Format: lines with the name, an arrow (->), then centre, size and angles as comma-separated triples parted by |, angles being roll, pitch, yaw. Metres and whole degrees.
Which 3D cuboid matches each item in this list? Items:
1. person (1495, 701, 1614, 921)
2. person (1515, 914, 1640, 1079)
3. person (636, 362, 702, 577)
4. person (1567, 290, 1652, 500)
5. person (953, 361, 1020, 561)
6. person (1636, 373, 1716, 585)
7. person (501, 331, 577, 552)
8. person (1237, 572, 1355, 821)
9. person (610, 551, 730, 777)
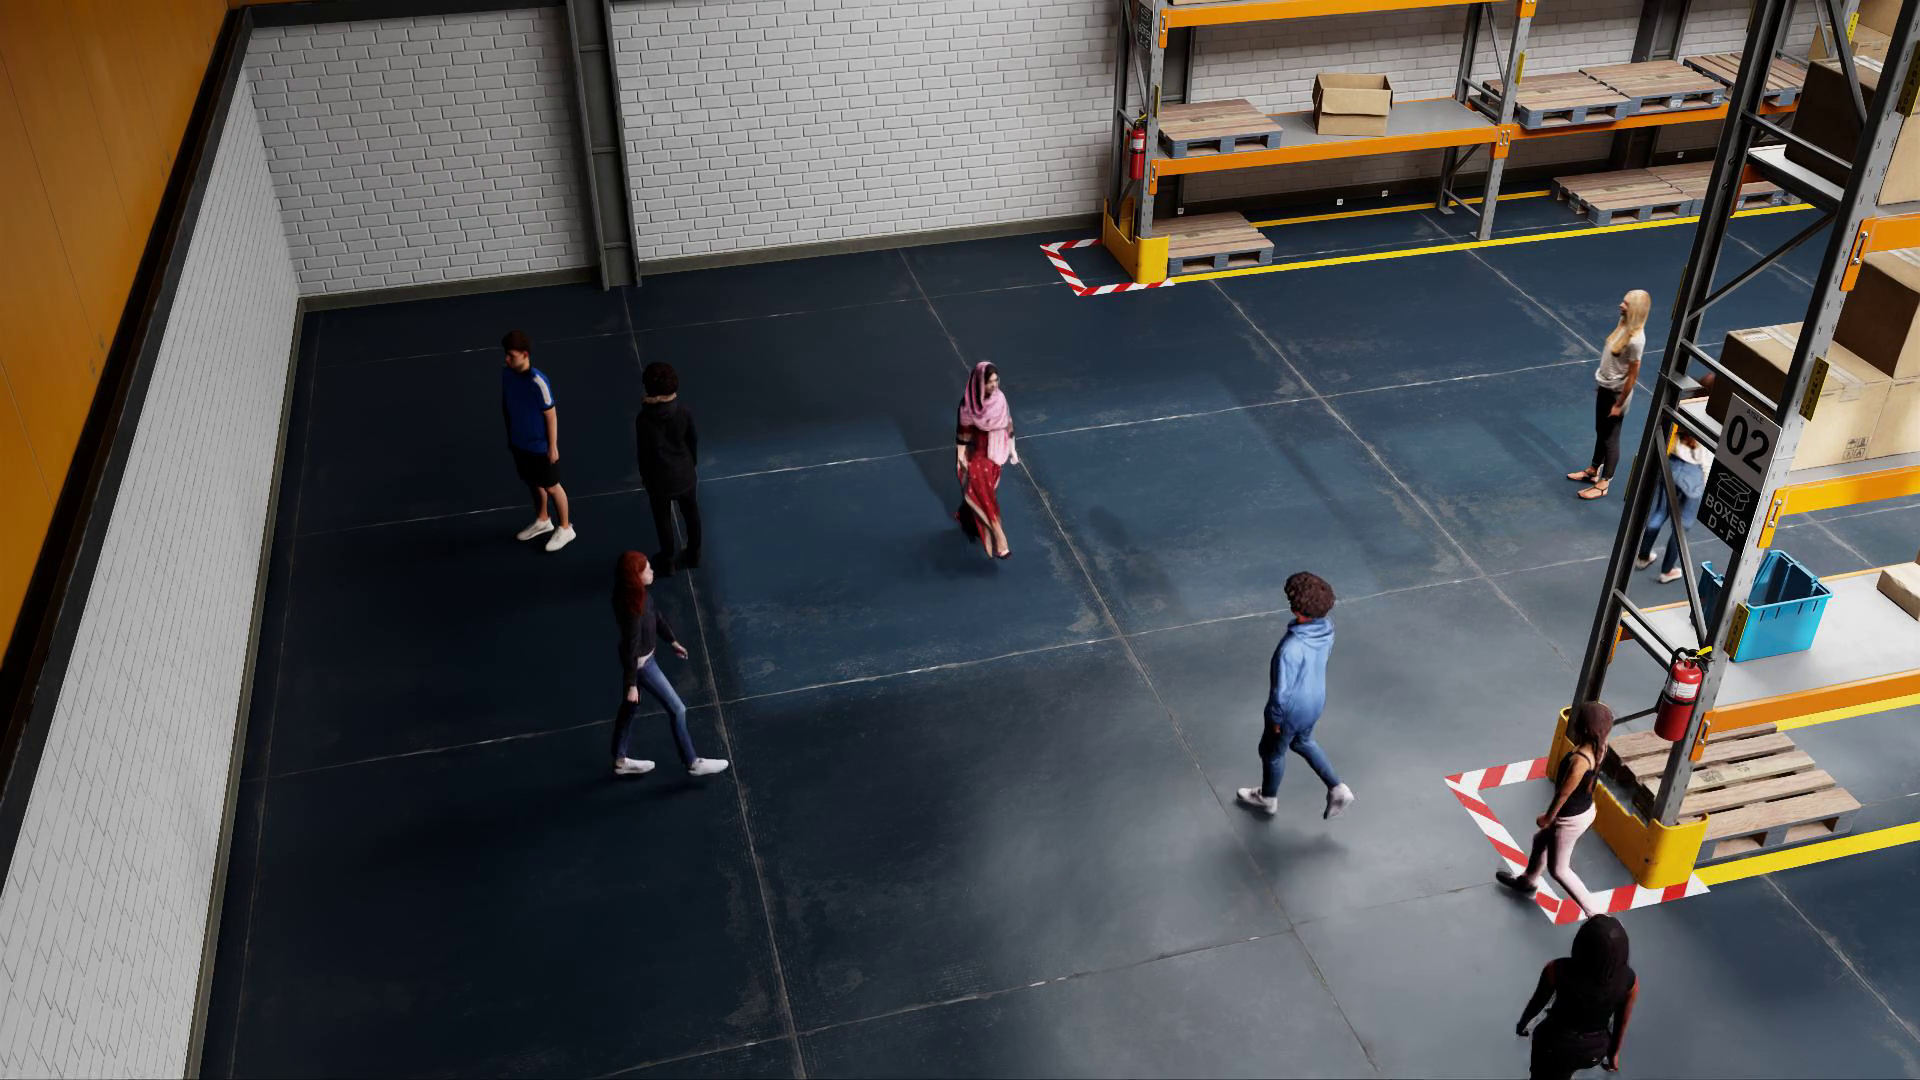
person -> 3.566, 1.621, 9.540 | 0.928, 1.535, 0.980 | 25, 41, 33
person -> 2.947, 2.538, 8.014 | 1.143, 1.696, 0.944 | 3, 34, 4
person -> -2.188, -0.531, 12.555 | 0.607, 1.780, 0.739 | -16, 37, -23
person -> 5.326, -1.192, 13.508 | 0.622, 1.826, 0.662 | 1, 34, 1
person -> 0.127, -0.690, 12.931 | 1.066, 1.629, 0.976 | -24, 41, -32
person -> 5.438, -0.467, 12.506 | 0.592, 1.728, 0.624 | -19, 38, -26
person -> -3.286, -0.785, 12.859 | 0.749, 1.866, 0.796 | 20, 38, 27
person -> 2.138, 1.025, 10.209 | 1.041, 1.786, 1.038 | 25, 41, 33
person -> -2.115, 0.826, 10.533 | 0.998, 1.758, 0.649 | -7, 34, -10
